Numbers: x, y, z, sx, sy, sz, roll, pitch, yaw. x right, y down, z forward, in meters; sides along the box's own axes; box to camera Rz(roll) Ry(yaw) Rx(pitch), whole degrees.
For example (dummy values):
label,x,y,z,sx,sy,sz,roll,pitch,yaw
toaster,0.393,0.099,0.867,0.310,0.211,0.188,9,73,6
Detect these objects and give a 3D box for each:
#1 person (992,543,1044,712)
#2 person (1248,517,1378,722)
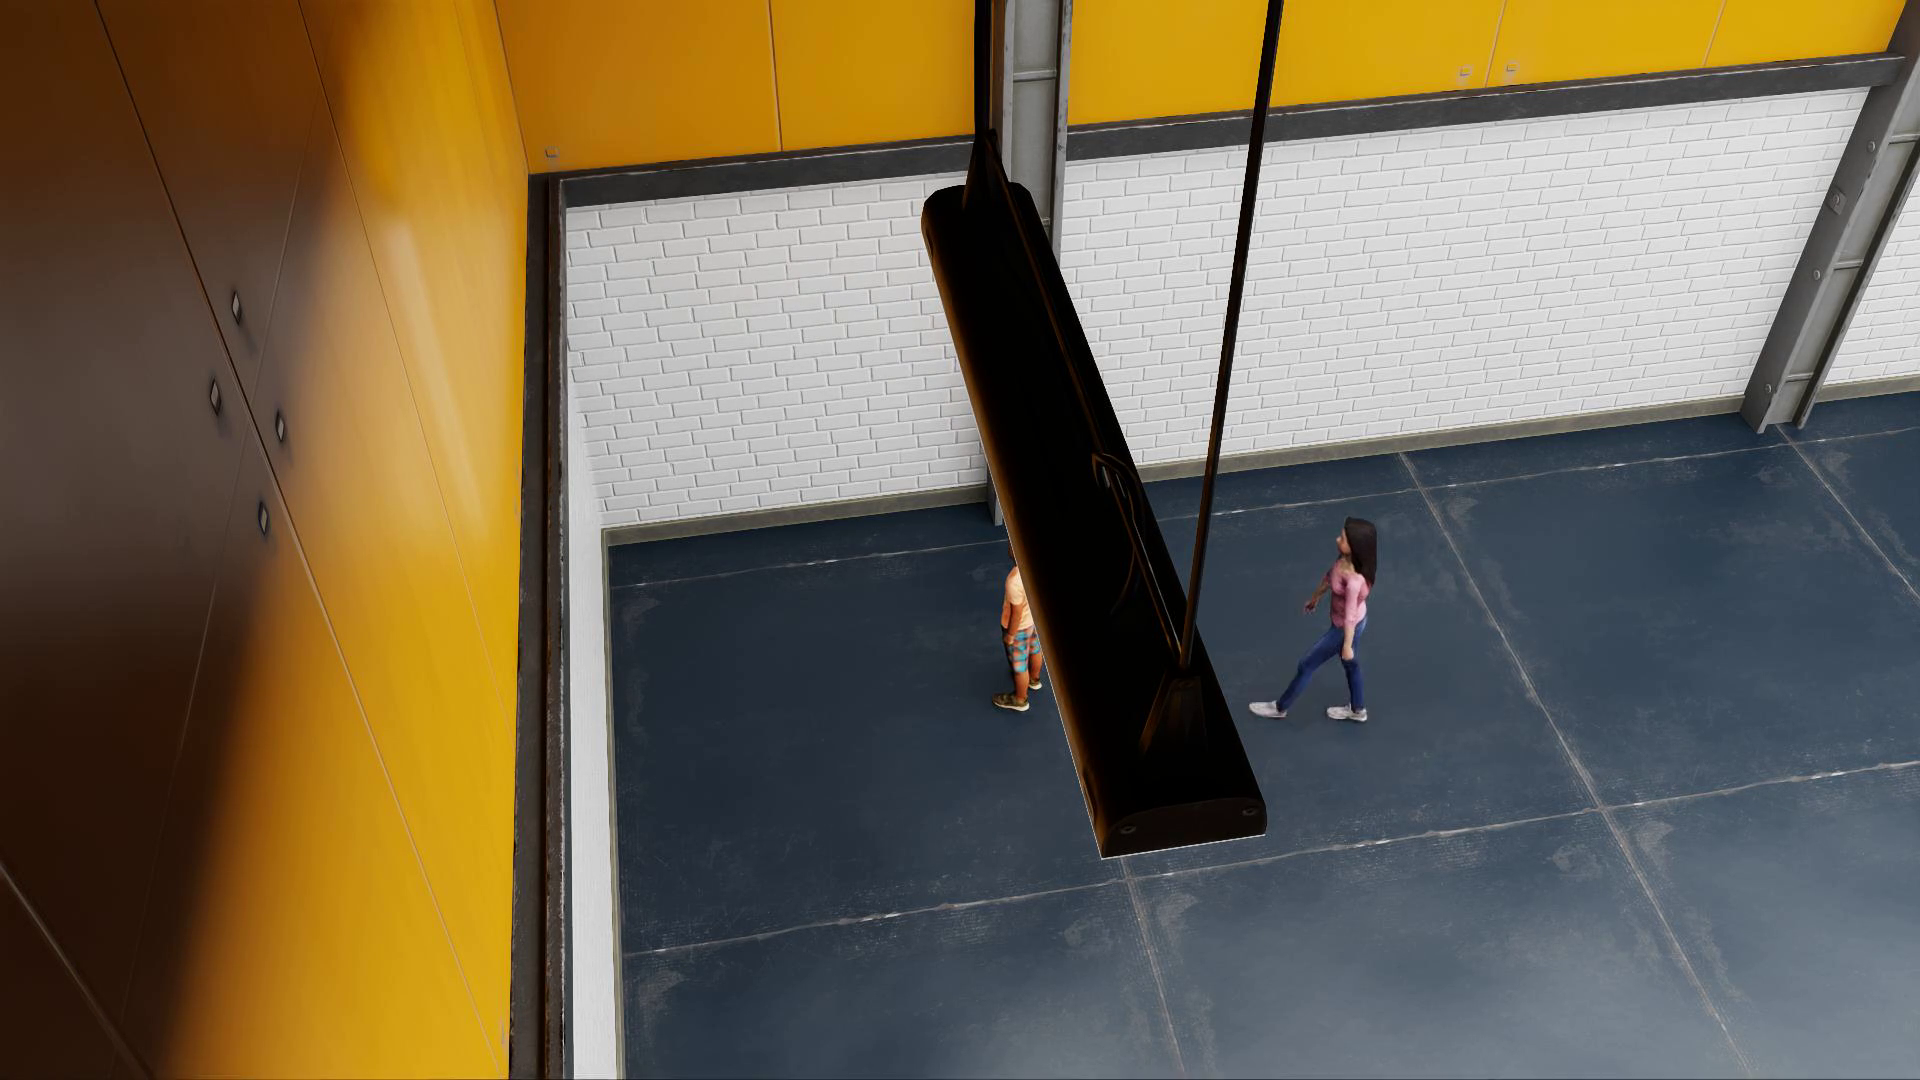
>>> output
label,x,y,z,sx,sy,sz,roll,pitch,yaw
person,0.400,0.488,10.407,0.649,1.461,0.604,21,47,21
person,2.431,0.527,10.181,1.070,1.717,0.837,10,44,10
